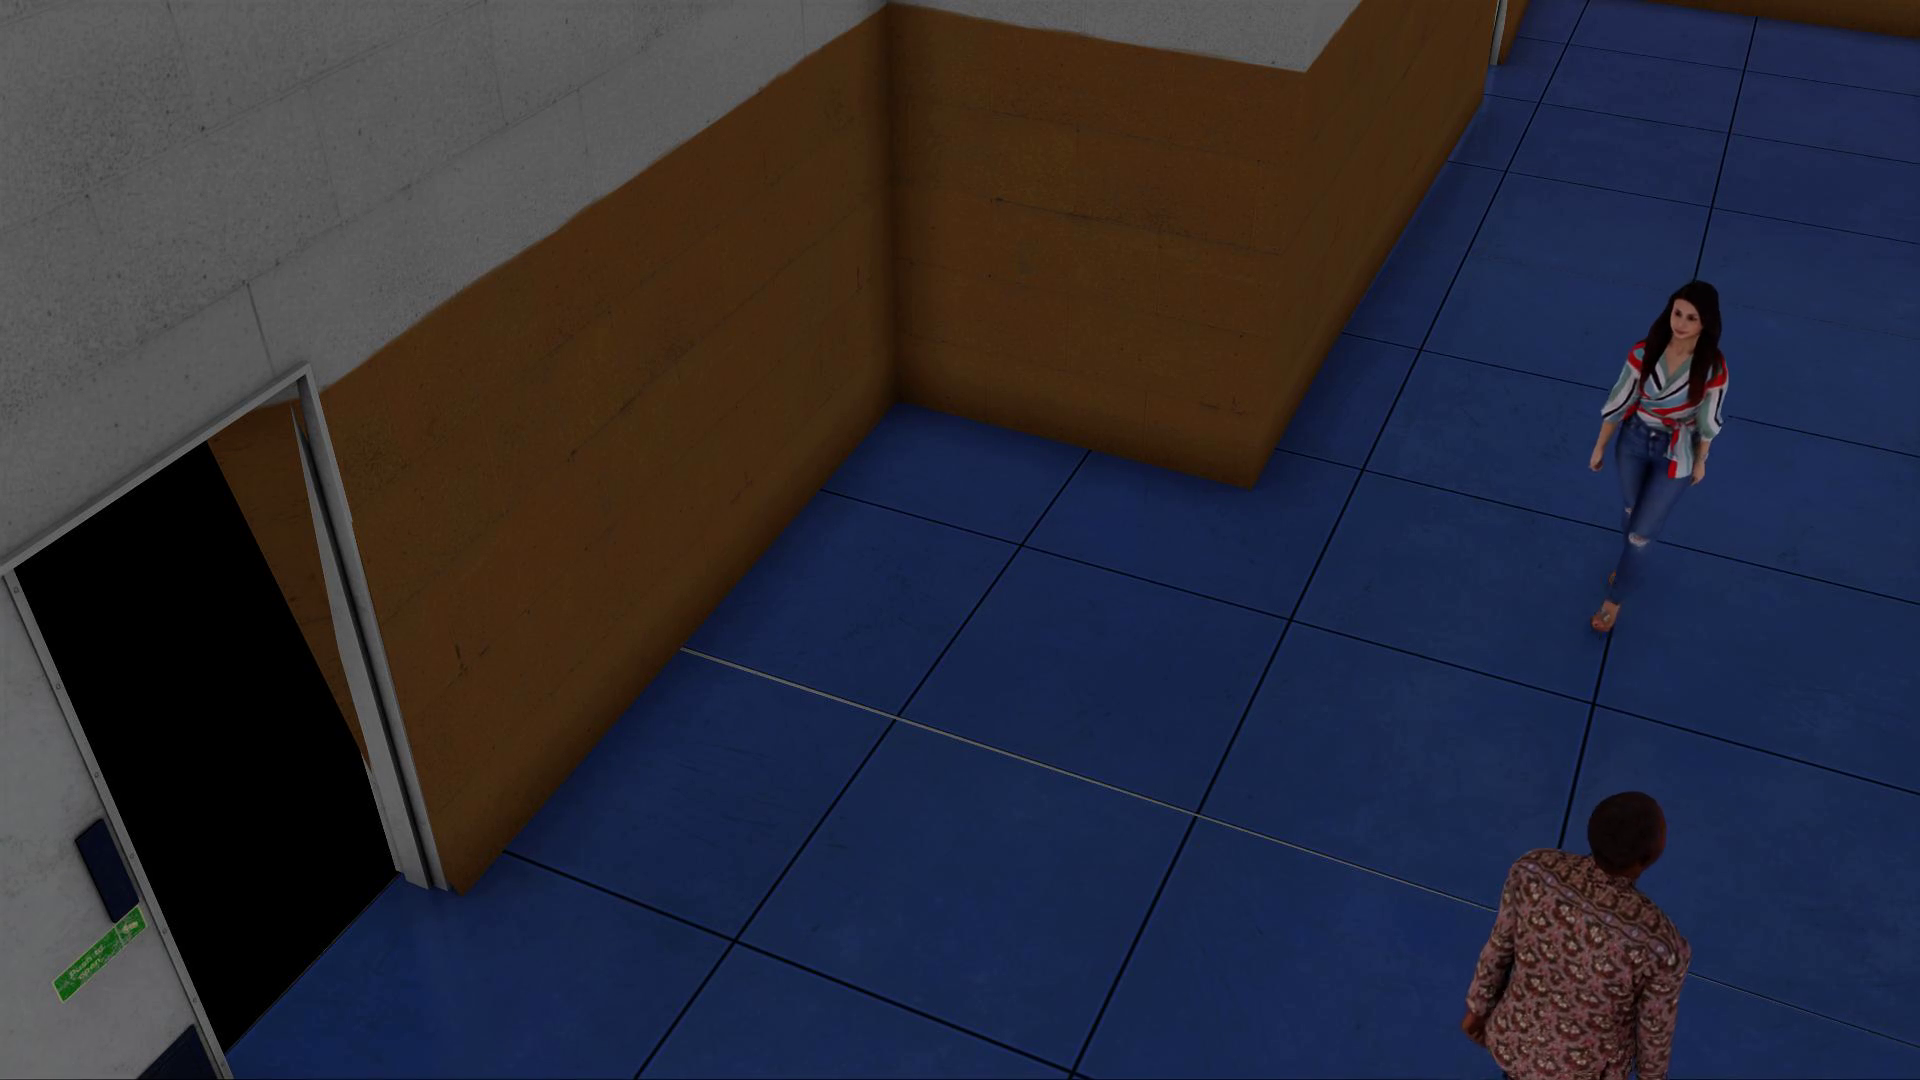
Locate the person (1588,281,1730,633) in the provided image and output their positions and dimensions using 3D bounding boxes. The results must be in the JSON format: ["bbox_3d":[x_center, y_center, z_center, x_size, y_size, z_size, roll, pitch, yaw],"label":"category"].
[{"bbox_3d":[3.090,-0.425,7.302,0.921,1.586,0.840,28,45,32],"label":"person"}]

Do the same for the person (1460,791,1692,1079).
[{"bbox_3d":[1.621,1.450,4.630,1.118,1.794,1.205,-22,42,-27],"label":"person"}]
